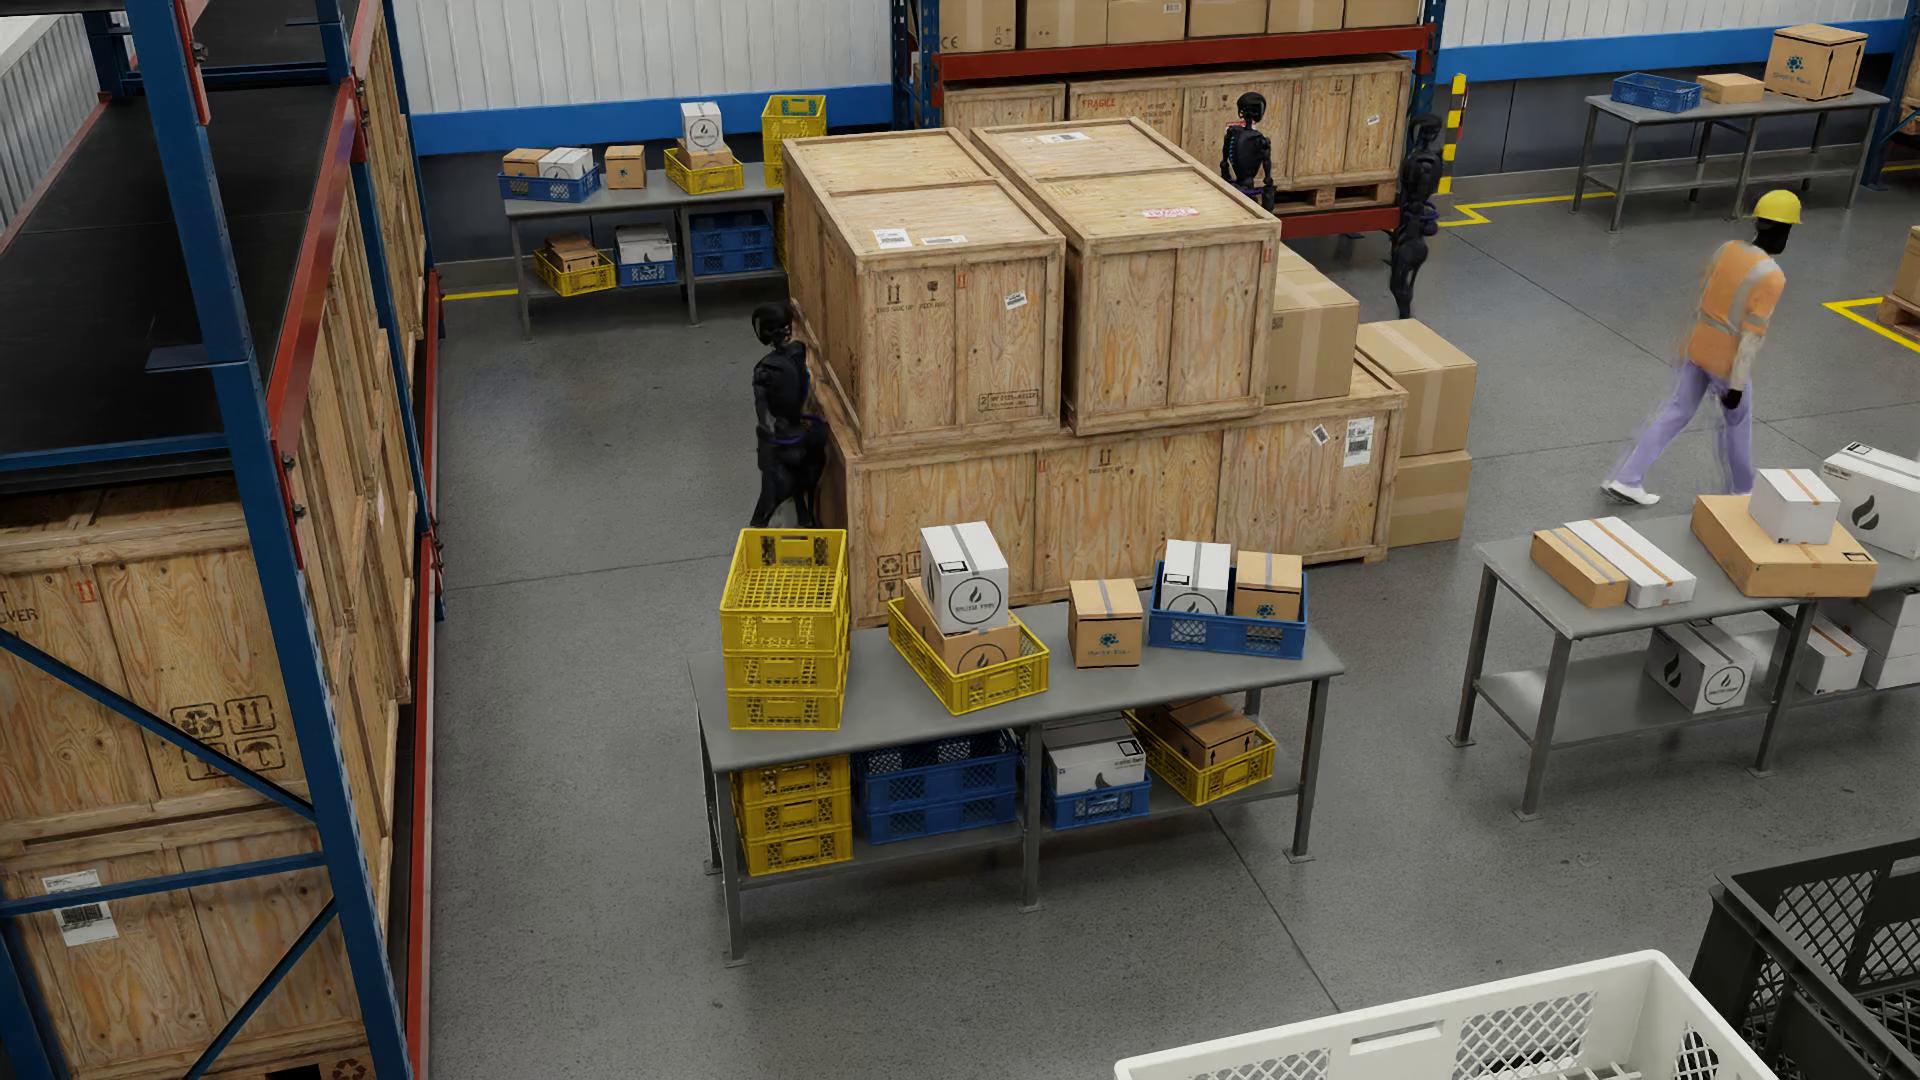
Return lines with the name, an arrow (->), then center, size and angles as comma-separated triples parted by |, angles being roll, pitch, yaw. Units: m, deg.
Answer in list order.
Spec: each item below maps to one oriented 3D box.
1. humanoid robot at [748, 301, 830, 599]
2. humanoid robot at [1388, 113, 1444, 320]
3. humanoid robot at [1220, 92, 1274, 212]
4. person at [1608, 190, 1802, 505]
humanoid robot -> -0.912, -0.440, 8.460 | 0.536, 1.639, 0.574 | 14, 32, 24
humanoid robot -> 3.116, -2.130, 11.515 | 0.332, 1.656, 0.594 | 3, 29, 6
humanoid robot -> 2.045, -2.398, 11.994 | 0.327, 1.657, 0.589 | -16, 33, -27
person -> 4.276, -1.028, 9.326 | 1.010, 1.863, 0.631 | -6, 29, -11
